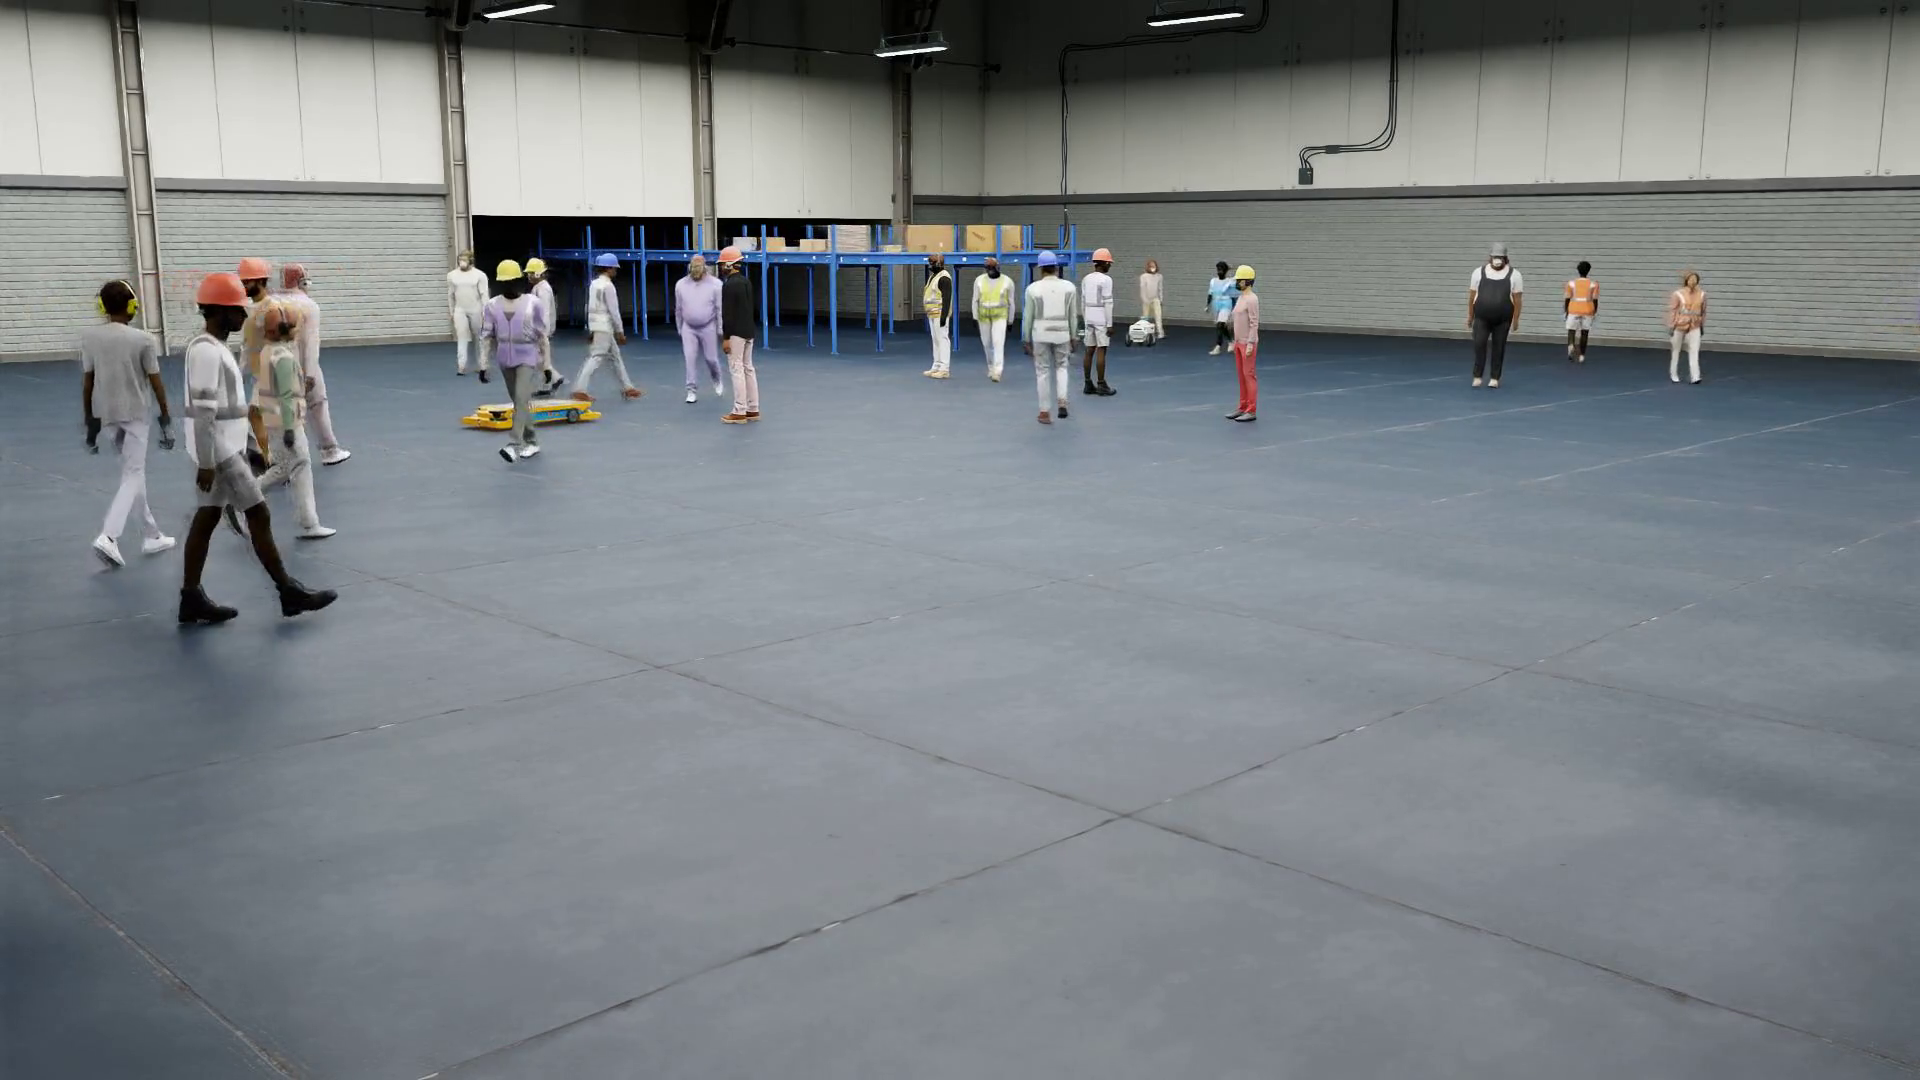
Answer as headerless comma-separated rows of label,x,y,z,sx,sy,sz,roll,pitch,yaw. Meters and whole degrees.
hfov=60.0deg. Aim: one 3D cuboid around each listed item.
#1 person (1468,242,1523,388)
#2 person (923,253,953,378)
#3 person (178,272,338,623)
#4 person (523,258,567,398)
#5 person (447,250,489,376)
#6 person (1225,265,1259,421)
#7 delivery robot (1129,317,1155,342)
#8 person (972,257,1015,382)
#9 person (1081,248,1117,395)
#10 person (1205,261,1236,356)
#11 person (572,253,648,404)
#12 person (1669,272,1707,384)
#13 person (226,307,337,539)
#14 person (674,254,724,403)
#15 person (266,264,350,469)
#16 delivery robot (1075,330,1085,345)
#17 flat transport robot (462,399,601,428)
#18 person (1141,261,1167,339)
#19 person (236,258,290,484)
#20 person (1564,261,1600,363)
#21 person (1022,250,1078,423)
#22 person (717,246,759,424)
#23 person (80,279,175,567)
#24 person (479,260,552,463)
person,7.374,-3.086,22.969,0.710,2.000,0.847,4,11,20
person,-0.330,-3.350,24.838,0.430,1.844,0.624,-3,11,-18
person,-3.895,-0.497,9.099,0.920,1.897,0.572,-4,11,-20
person,-5.465,-2.756,21.687,0.420,1.819,0.598,-3,11,-13
person,-7.513,-3.487,25.469,0.647,1.893,1.011,0,10,-1
person,3.251,-2.253,19.064,0.310,1.768,0.533,-2,11,-10
delivery robot,3.499,-4.038,31.948,0.477,0.478,0.707,4,11,21
person,0.503,-3.267,24.532,0.611,1.802,0.891,3,11,15
person,1.859,-2.916,22.219,0.376,1.934,0.547,-8,13,-36
person,4.703,-4.125,29.543,0.796,1.663,0.527,-9,14,-40
person,-4.502,-2.678,21.075,1.044,1.887,0.616,-6,12,-30
person,10.393,-3.029,23.766,0.540,1.586,0.880,1,10,5
person,-4.733,-0.798,11.510,0.629,1.622,0.519,-8,13,-37
person,-3.315,-2.721,21.329,0.667,1.879,0.725,0,10,2
person,-6.052,-1.570,15.118,0.643,1.857,0.993,3,11,15
delivery robot,2.026,-3.372,27.623,0.335,0.223,0.698,-3,11,-13
flat transport robot,-4.841,-1.443,18.840,0.652,0.197,1.431,8,13,39
person,3.901,-4.823,33.534,0.504,1.591,0.873,-2,11,-13
person,-5.942,-1.403,14.021,0.743,1.910,0.559,-8,13,-38
person,10.322,-3.783,27.633,0.551,1.684,0.592,4,11,21
person,1.008,-2.290,18.790,0.637,1.935,0.421,-2,11,-12
person,-2.551,-2.336,18.934,0.416,1.985,0.617,4,11,19
person,-5.444,-0.773,10.822,0.534,1.840,0.925,1,10,5
person,-4.190,-1.665,15.550,0.616,1.869,0.994,2,11,11
